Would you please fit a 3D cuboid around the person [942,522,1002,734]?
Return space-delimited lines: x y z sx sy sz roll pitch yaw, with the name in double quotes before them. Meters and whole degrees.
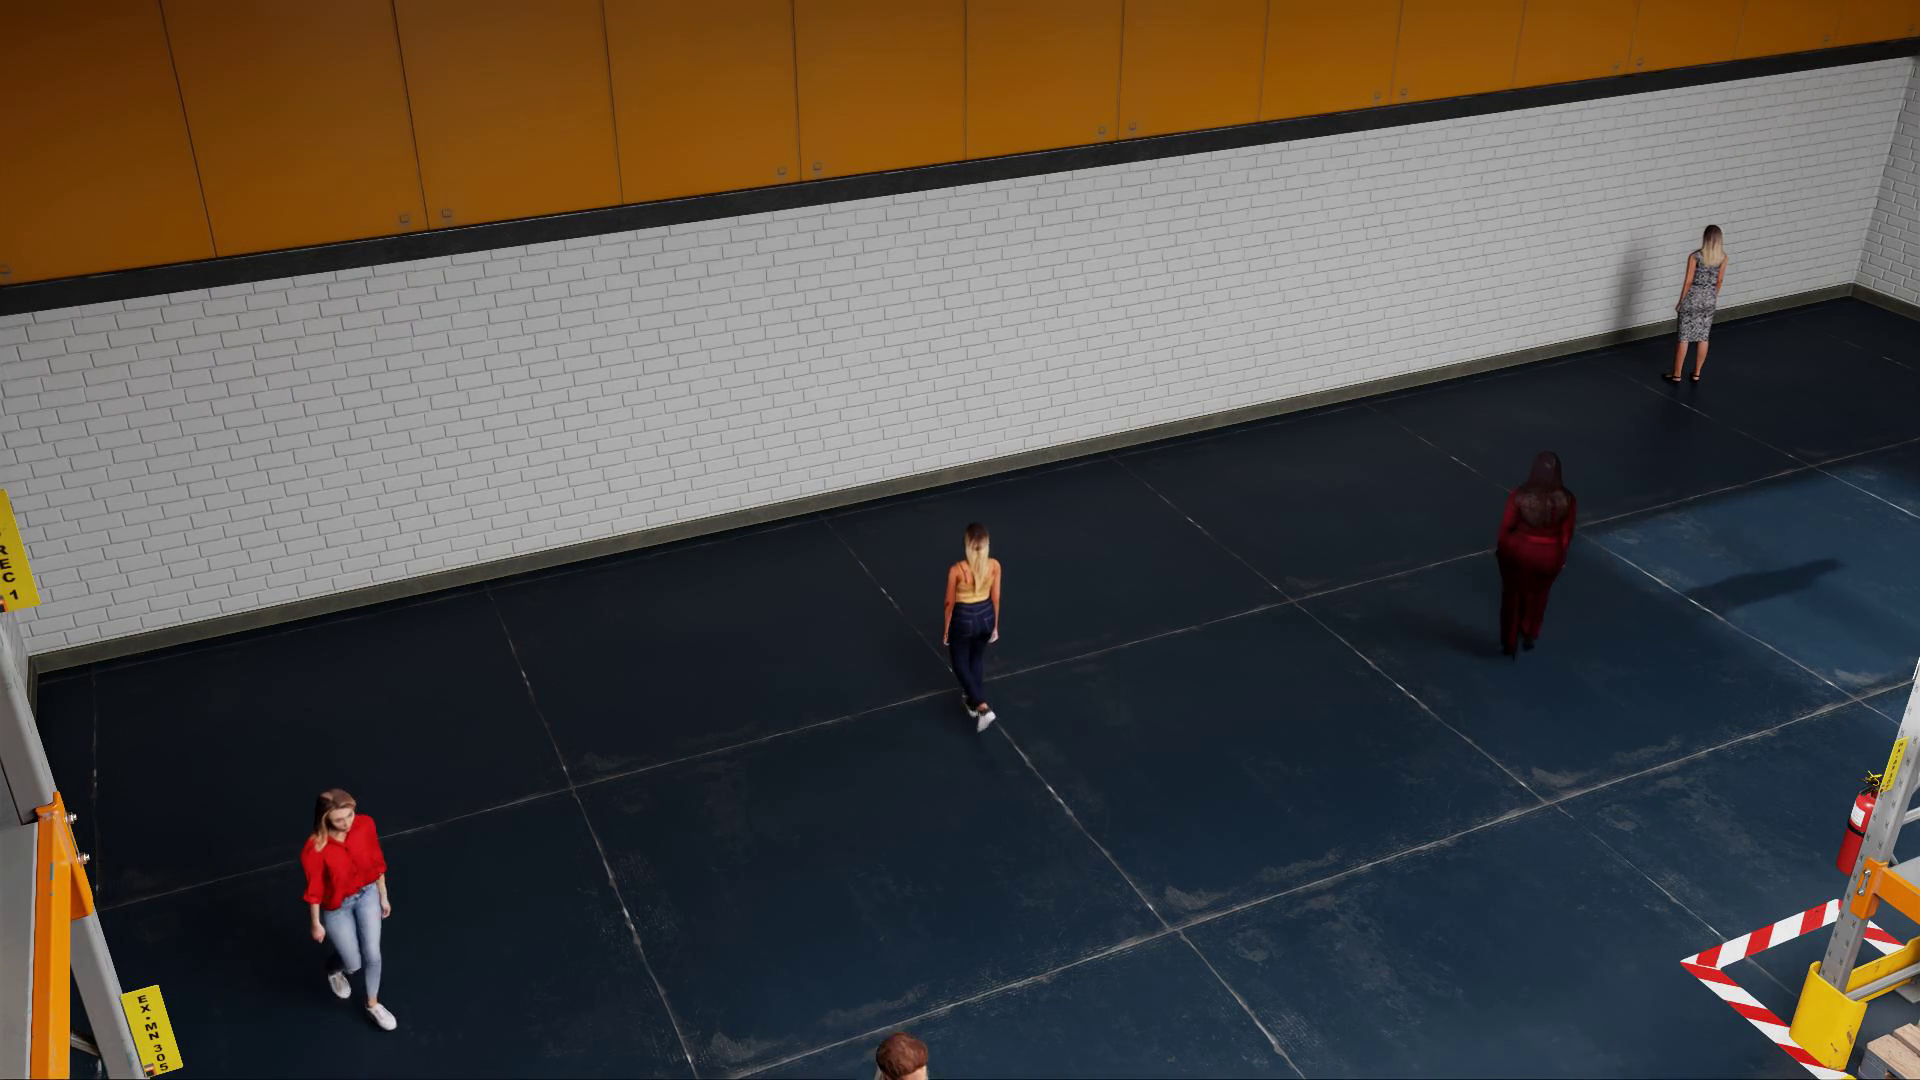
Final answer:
"person" 0.112 0.656 11.786 0.579 1.612 0.889 -11 31 -20

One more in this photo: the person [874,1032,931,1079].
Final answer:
"person" -0.391 2.847 7.529 1.055 1.841 0.972 9 30 16

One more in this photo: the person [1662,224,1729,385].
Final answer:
"person" 7.721 -2.463 17.409 0.637 1.703 0.620 -1 29 -2

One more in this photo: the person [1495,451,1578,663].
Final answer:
"person" 4.322 0.182 12.515 0.800 1.746 0.831 3 29 6

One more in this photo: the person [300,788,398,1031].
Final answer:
"person" -3.438 1.995 9.264 0.932 1.677 0.818 21 35 33
